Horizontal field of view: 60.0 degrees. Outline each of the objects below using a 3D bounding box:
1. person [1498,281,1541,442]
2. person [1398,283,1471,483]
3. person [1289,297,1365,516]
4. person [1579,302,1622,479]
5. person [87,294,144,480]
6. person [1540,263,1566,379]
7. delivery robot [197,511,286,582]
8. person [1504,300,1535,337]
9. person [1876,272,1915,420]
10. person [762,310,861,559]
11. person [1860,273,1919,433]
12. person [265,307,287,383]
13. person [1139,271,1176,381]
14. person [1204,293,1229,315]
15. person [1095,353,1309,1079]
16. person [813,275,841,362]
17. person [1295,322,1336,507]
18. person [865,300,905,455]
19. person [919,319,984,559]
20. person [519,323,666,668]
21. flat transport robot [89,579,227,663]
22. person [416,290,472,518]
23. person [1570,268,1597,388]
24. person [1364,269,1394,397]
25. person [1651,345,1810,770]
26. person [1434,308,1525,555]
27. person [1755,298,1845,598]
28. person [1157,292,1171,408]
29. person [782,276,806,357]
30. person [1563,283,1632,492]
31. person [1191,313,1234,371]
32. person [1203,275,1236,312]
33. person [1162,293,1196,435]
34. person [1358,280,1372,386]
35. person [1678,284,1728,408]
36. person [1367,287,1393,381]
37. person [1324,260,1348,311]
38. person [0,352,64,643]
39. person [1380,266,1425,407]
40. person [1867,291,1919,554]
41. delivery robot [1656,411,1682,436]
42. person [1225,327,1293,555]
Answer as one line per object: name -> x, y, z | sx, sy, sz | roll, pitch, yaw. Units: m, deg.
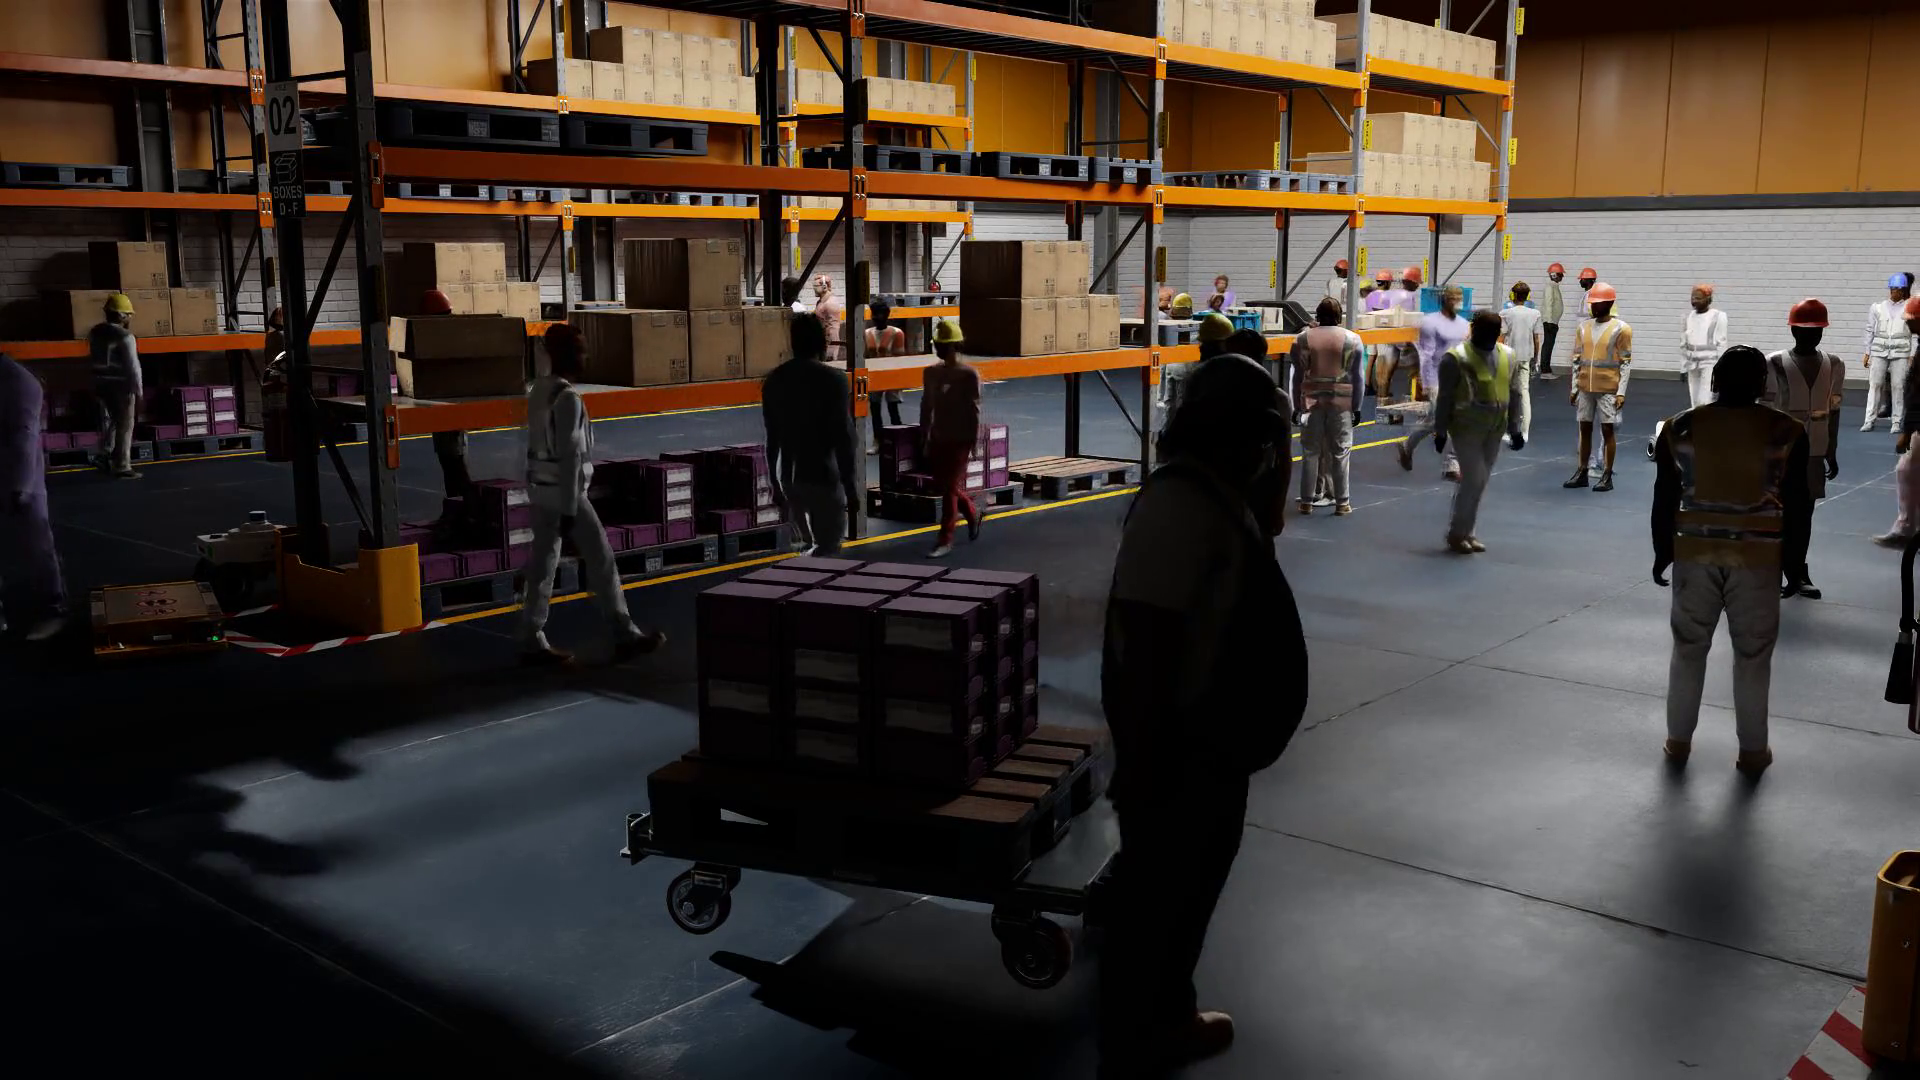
person -> 6.478, -2.071, 19.389 | 0.538, 1.869, 0.313 | -1, 10, -3
person -> 4.659, -1.528, 16.154 | 0.635, 1.924, 0.743 | -5, 11, -26
person -> 3.096, -1.121, 14.060 | 0.623, 1.844, 0.429 | 3, 10, 16
person -> 6.305, -1.489, 16.383 | 0.544, 1.766, 0.358 | -2, 10, -14
person -> -8.182, -1.478, 16.177 | 0.621, 1.811, 0.421 | 5, 11, 27
person -> 10.241, -3.780, 28.755 | 0.375, 1.997, 0.609 | 5, 11, 26
delivery robot -> -4.523, 0.055, 10.753 | 0.707, 0.478, 0.477 | -7, 12, -34
person -> 9.261, -3.428, 27.604 | 0.529, 1.697, 0.321 | 1, 10, 3
person -> 12.332, -2.523, 21.720 | 0.658, 1.950, 0.631 | -2, 10, -10
person -> -0.888, -0.318, 9.288 | 0.636, 1.916, 0.765 | 9, 14, 42
person -> 11.389, -2.281, 20.351 | 0.605, 1.951, 0.380 | 7, 12, 35
person -> -7.275, -1.690, 17.912 | 0.496, 1.629, 0.277 | 7, 12, 35
person -> 3.366, -3.678, 28.208 | 0.643, 1.980, 0.431 | -1, 10, -4
person -> 3.649, -2.683, 23.590 | 0.527, 1.614, 0.704 | -3, 10, -16
person -> 0.621, 0.487, 4.337 | 0.536, 2.000, 0.863 | 4, 11, 19
person -> -1.781, -2.523, 21.862 | 0.403, 1.904, 0.652 | -3, 10, -15
person -> 3.179, -1.112, 14.580 | 0.312, 1.639, 0.512 | -2, 10, -14
person -> -0.841, -1.759, 18.105 | 0.560, 1.690, 0.322 | 5, 11, 25
person -> -0.036, -0.761, 12.291 | 0.529, 1.743, 0.710 | 8, 13, 38
person -> -2.027, -0.238, 9.016 | 0.887, 1.852, 0.580 | -7, 12, -36
flat transport robot -> -4.664, 0.441, 9.634 | 0.652, 0.197, 1.431 | -5, 11, -27
person -> -4.048, -0.986, 13.046 | 0.375, 1.927, 0.543 | -7, 12, -36
person -> 10.031, -3.387, 26.682 | 0.355, 1.938, 0.545 | 3, 11, 19
person -> 6.405, -3.145, 25.307 | 0.374, 1.935, 0.552 | -5, 11, -25
person -> 3.334, 0.077, 7.233 | 0.621, 1.845, 0.429 | 6, 11, 30
person -> 3.843, -0.795, 12.278 | 0.623, 1.817, 0.502 | -4, 11, -23
person -> 5.403, -0.585, 10.732 | 0.549, 1.937, 0.358 | 0, 10, 2
person -> 2.846, -2.698, 23.629 | 0.286, 1.631, 0.501 | -1, 10, -8
person -> -2.008, -2.231, 20.167 | 0.397, 1.916, 0.598 | 0, 10, 0
person -> 5.925, -1.417, 15.467 | 0.371, 1.935, 0.551 | -8, 13, -38
person -> 1.688, -0.581, 11.009 | 0.404, 1.829, 0.600 | -5, 11, -28
person -> 4.490, -3.701, 28.930 | 0.620, 1.793, 0.980 | 1, 10, 4
person -> 2.508, -1.920, 18.887 | 0.296, 1.744, 0.488 | -7, 12, -35
person -> 6.630, -3.415, 27.458 | 0.545, 1.723, 0.831 | -3, 10, -15
person -> 8.280, -1.917, 18.564 | 0.477, 1.862, 0.601 | -6, 12, -30
person -> 6.943, -3.465, 28.059 | 0.788, 1.611, 0.506 | -1, 10, -5
person -> 6.972, -4.114, 30.572 | 0.437, 2.048, 0.617 | -9, 13, -40
person -> -5.452, -0.320, 9.384 | 0.683, 1.870, 0.679 | 3, 10, 17
person -> 6.150, -2.745, 22.853 | 0.786, 1.993, 0.659 | -2, 10, -13
person -> 7.039, -0.842, 12.158 | 0.728, 1.948, 0.645 | 6, 12, 32
delivery robot -> 7.555, -1.100, 17.332 | 0.477, 0.478, 0.707 | 0, 10, -1
person -> 1.514, -0.203, 8.826 | 0.339, 1.842, 0.507 | -9, 14, -43
